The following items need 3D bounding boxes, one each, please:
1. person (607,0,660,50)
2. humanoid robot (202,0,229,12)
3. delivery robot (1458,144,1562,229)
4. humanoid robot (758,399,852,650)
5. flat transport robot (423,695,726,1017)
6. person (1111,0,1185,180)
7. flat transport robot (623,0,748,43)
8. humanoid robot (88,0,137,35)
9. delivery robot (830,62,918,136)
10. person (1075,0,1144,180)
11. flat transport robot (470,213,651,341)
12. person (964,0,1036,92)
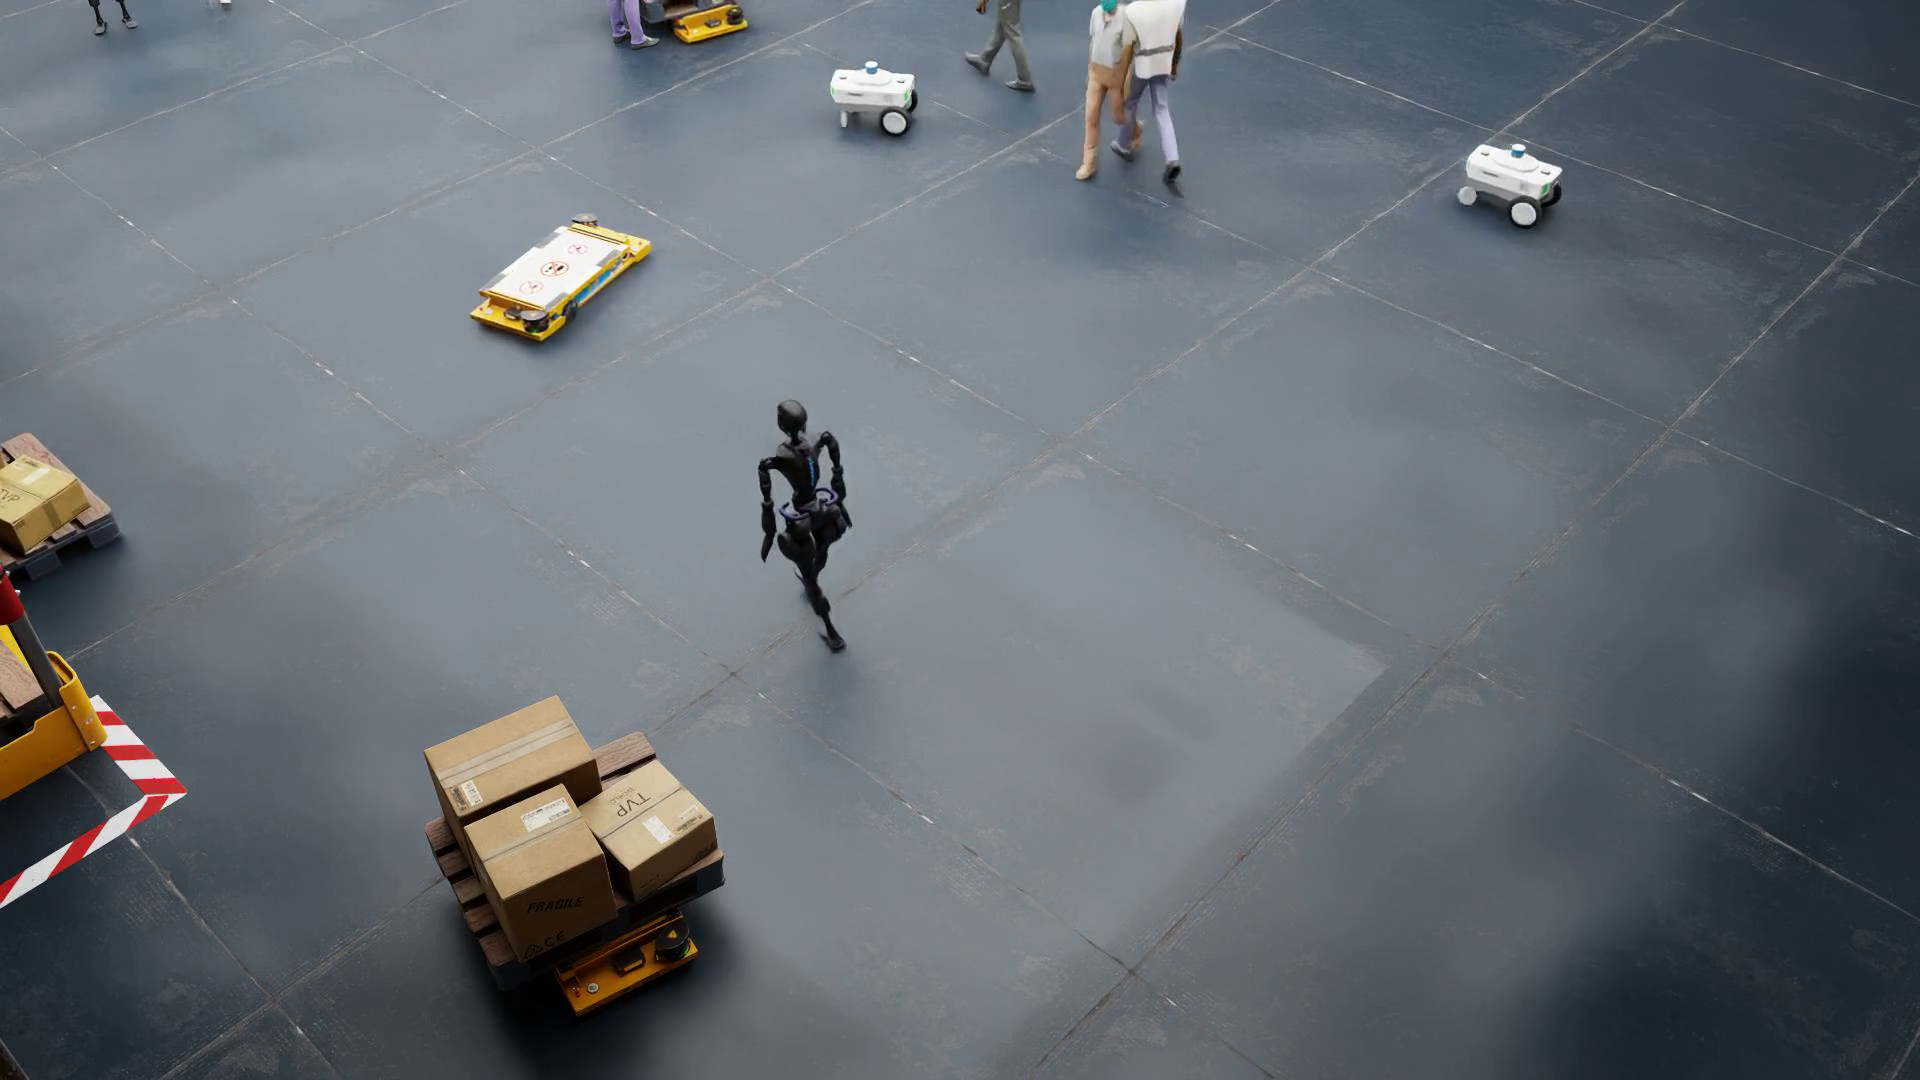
[{"bbox_3d":[-3.176,-5.468,15.426,0.562,1.844,0.391,29,49,28],"label":"person"},{"bbox_3d":[-7.401,-5.936,16.099,0.542,1.879,0.777,-20,46,-21],"label":"humanoid robot"},{"bbox_3d":[4.523,-2.924,13.570,0.781,0.605,0.499,26,48,26],"label":"delivery robot"},{"bbox_3d":[-0.917,-0.133,9.646,0.585,1.631,0.751,-27,49,-27],"label":"humanoid robot"},{"bbox_3d":[-1.960,1.745,8.587,0.659,0.231,1.431,-23,47,-23],"label":"flat transport robot"},{"bbox_3d":[1.582,-3.856,13.659,0.572,1.815,0.851,-16,44,-17],"label":"person"},{"bbox_3d":[-2.725,-5.317,16.436,0.659,0.231,1.431,-24,47,-24],"label":"flat transport robot"},{"bbox_3d":[-8.228,-5.635,15.727,0.599,1.655,0.315,-17,45,-18],"label":"humanoid robot"},{"bbox_3d":[-0.733,-3.912,14.675,0.786,0.614,0.514,5,42,6],"label":"delivery robot"},{"bbox_3d":[1.272,-3.877,13.752,0.486,1.716,0.753,27,49,27],"label":"person"},{"bbox_3d":[-3.058,-2.034,12.787,0.659,0.231,1.431,19,45,20],"label":"flat transport robot"},{"bbox_3d":[0.371,-4.927,14.861,0.847,1.803,0.604,22,46,23],"label":"person"}]
